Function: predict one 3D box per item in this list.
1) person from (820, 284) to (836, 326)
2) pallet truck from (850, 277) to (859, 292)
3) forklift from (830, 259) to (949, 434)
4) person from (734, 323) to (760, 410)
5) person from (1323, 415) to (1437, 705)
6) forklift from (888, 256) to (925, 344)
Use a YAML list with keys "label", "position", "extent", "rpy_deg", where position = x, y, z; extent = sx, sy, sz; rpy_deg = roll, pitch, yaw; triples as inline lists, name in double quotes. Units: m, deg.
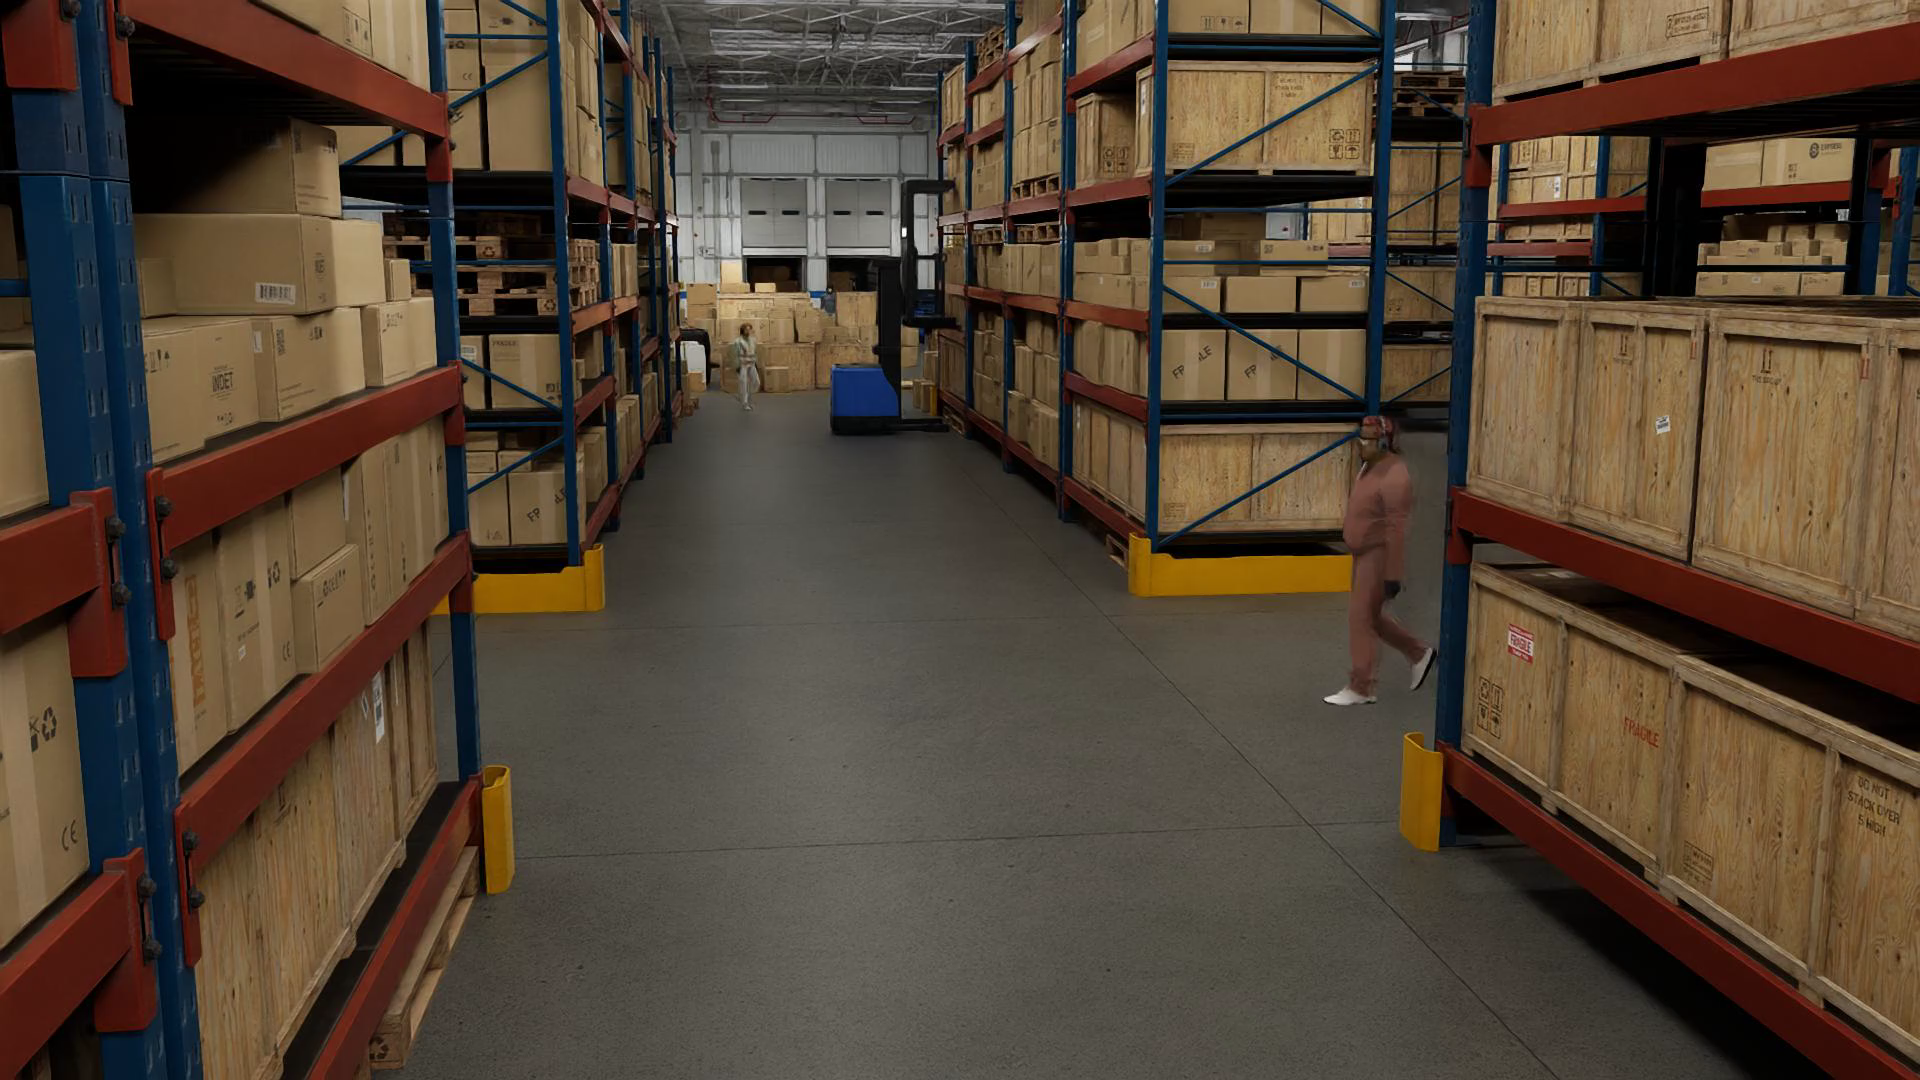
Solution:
- label: "person"
  position: [-4.262, -7.435, 54.609]
  extent: [0.641, 1.932, 0.368]
  rpy_deg: [-1, 10, -4]
- label: "pallet truck"
  position: [-3.782, -9.391, 65.808]
  extent: [1.885, 1.965, 0.823]
  rpy_deg: [2, 10, 10]
- label: "forklift"
  position: [-1.167, -3.164, 26.985]
  extent: [1.873, 2.768, 1.129]
  rpy_deg: [-1, 10, -7]
- label: "person"
  position: [-3.956, -3.216, 30.918]
  extent: [0.375, 1.623, 0.542]
  rpy_deg: [9, 13, 43]
- label: "person"
  position: [2.729, 0.130, 10.695]
  extent: [0.685, 1.887, 0.652]
  rpy_deg: [0, 10, 1]
- label: "forklift"
  position: [-1.828, -7.711, 53.455]
  extent: [1.129, 2.768, 1.873]
  rpy_deg: [-2, 10, -13]
